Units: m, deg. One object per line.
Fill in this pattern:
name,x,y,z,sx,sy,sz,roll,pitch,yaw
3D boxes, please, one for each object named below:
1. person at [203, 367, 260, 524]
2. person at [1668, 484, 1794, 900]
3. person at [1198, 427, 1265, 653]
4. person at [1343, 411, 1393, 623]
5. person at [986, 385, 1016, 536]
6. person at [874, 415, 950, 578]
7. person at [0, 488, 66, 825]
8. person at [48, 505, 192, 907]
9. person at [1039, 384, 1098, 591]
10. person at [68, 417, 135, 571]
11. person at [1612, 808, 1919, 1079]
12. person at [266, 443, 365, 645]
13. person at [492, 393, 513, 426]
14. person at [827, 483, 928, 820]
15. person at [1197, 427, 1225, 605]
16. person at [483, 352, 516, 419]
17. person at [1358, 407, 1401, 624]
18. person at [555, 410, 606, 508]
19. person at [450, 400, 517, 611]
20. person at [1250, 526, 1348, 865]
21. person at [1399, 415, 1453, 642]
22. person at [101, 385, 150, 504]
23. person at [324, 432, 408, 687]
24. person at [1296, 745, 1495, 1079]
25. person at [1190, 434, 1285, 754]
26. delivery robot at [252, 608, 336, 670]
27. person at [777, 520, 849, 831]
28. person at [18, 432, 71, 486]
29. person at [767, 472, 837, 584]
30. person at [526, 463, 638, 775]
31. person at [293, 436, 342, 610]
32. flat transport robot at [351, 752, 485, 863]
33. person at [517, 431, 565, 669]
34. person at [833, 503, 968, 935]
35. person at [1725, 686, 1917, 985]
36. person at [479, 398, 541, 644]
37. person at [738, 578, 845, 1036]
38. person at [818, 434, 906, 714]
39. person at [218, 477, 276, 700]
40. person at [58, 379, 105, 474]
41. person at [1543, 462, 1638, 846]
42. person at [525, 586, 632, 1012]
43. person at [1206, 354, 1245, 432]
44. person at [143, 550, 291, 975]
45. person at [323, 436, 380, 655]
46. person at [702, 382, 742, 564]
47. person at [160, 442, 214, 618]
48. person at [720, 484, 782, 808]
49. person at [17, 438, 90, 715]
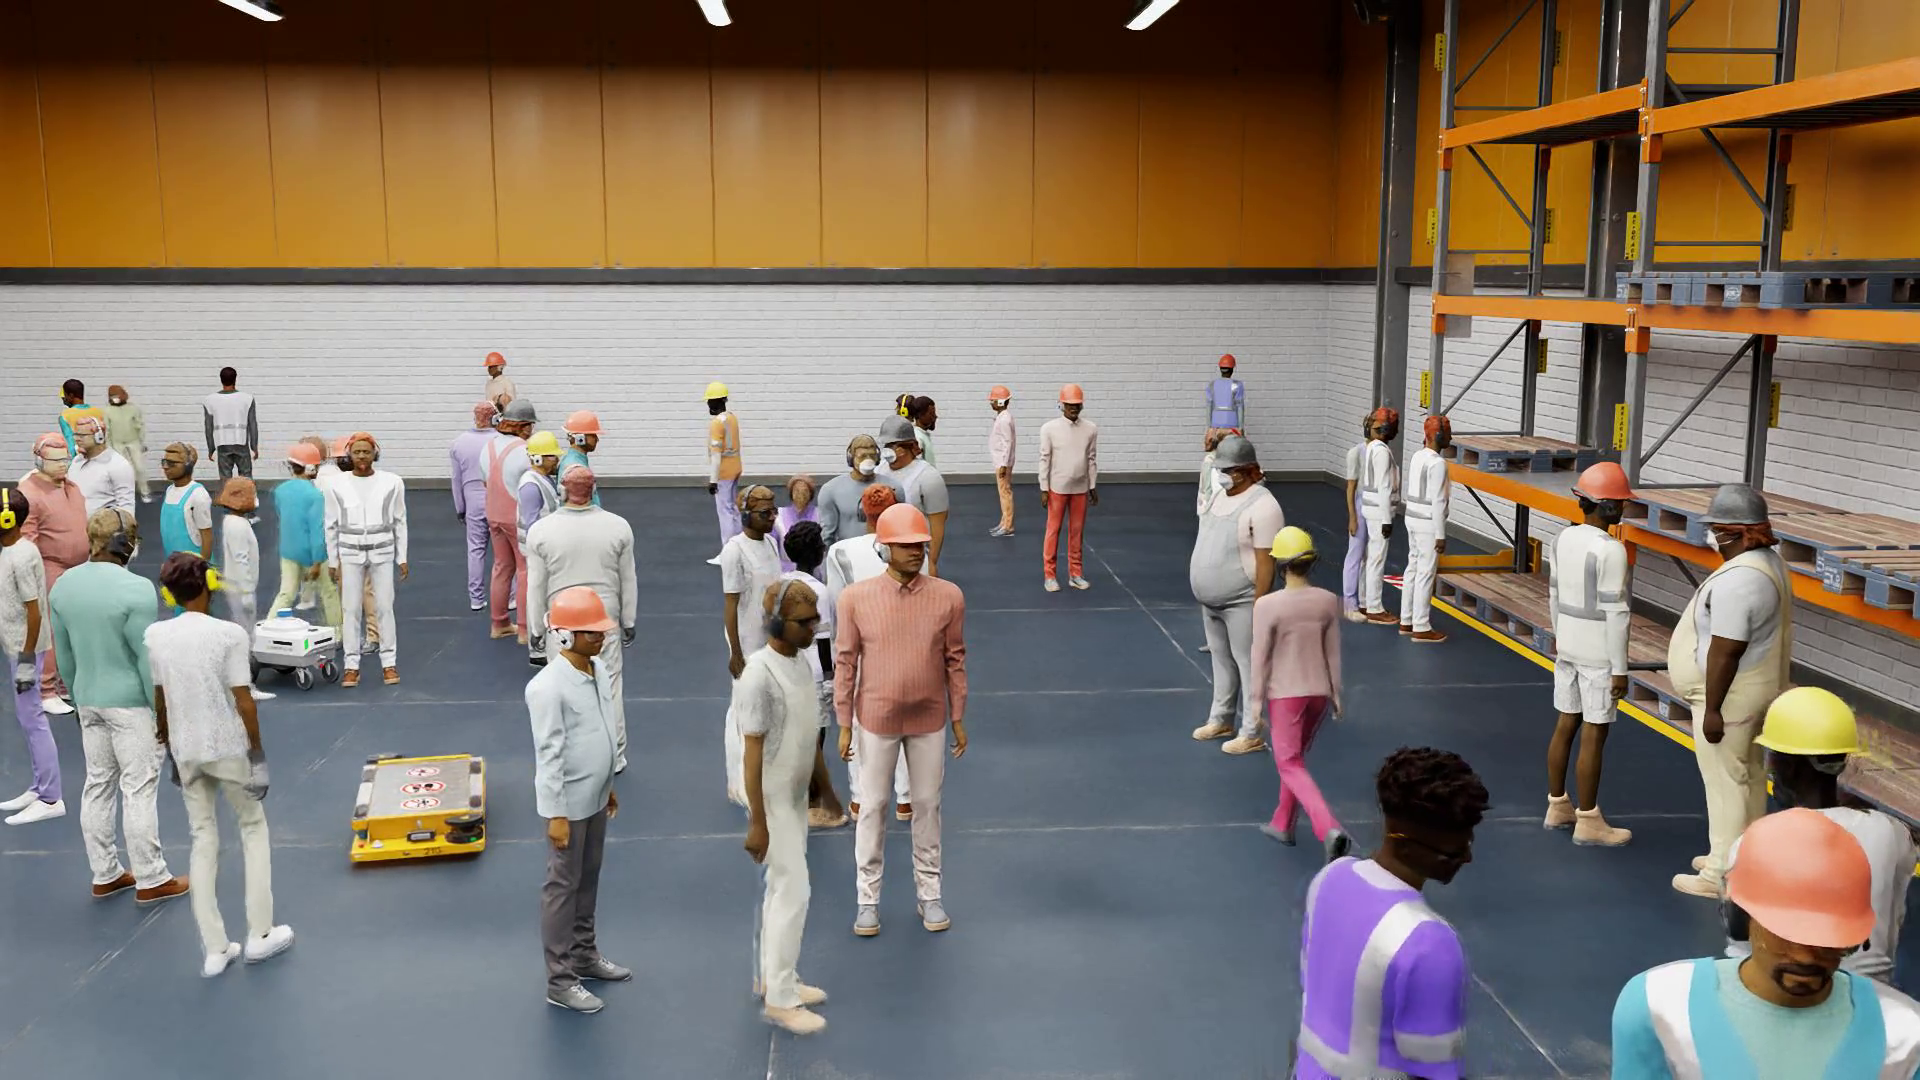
person,-8.825,-1.136,20.173,0.590,1.920,0.398,-3,9,-17
person,3.747,0.718,8.149,0.536,2.000,0.683,8,12,42
person,2.171,0.024,13.136,0.383,1.837,0.570,-6,11,-31
person,3.586,-0.205,14.557,0.505,1.847,0.349,-6,11,-32
person,0.473,-0.919,19.330,0.343,1.749,0.573,0,9,-1
person,-0.448,0.112,11.957,0.684,2.000,0.535,7,11,38
person,-5.213,0.633,9.218,0.315,1.870,0.533,-6,11,-33
person,-4.031,0.799,7.983,0.627,1.934,0.371,3,10,20
person,1.054,-0.505,15.972,0.612,1.994,0.394,-4,10,-22
person,-6.869,-0.028,13.250,0.638,1.911,0.406,4,10,24
person,1.582,1.501,3.277,0.604,2.034,0.419,3,9,16
person,-5.216,0.087,13.172,0.561,1.711,0.899,5,10,28
person,-5.343,-0.916,19.676,0.313,1.637,0.513,0,9,1
person,-0.448,0.623,9.234,0.585,1.882,0.337,0,9,2
person,2.332,-0.222,15.300,0.312,1.642,0.512,3,9,17
person,-6.236,-1.541,22.483,0.622,1.991,0.389,8,12,40
person,3.657,-0.214,14.491,0.355,1.886,0.575,0,9,0
person,-2.926,-0.011,12.893,0.406,1.988,0.614,-2,9,-13
person,-4.228,-0.304,14.988,0.652,1.906,0.409,1,9,5
person,1.783,0.809,8.559,0.533,1.737,0.797,-4,10,-24
person,3.876,-0.095,13.787,0.355,1.876,0.573,-1,9,-5
person,-10.979,-1.246,21.844,0.518,1.600,0.500,-5,10,-29
person,-4.369,0.141,12.267,0.575,1.883,0.356,-3,10,-18
person,1.007,1.428,3.994,0.381,1.940,0.728,-2,9,-15
person,1.725,0.327,10.608,0.535,2.000,0.681,-4,10,-23
delivery robot,-4.986,0.749,12.312,0.707,0.478,0.477,4,10,21
person,-0.837,0.734,9.121,0.319,1.699,0.532,-6,11,-34
person,-7.436,-0.015,13.680,0.337,1.743,0.562,0,9,3
person,-1.126,0.328,11.892,0.527,1.644,0.309,-1,9,-5
person,-2.267,0.491,9.997,0.651,1.907,0.409,-3,10,-20
person,-5.688,-0.133,14.890,0.759,1.607,0.523,6,11,34
flat transport robot,-2.972,1.435,9.184,0.652,0.197,1.431,-3,9,-16
person,-3.204,0.073,12.853,0.404,1.829,0.600,0,9,-3
person,-0.267,0.819,7.648,0.624,1.995,0.369,-2,9,-10
person,2.310,1.352,4.576,0.589,1.910,0.444,-2,9,-11
person,-3.618,-0.178,13.775,0.685,2.000,0.535,6,11,35
person,-0.653,1.063,6.703,0.540,1.826,0.500,2,9,14
person,-0.672,0.231,11.521,0.632,1.939,0.359,-3,10,-19
person,-5.064,0.379,11.634,0.467,1.636,0.510,-5,10,-27
person,-9.454,-0.781,17.959,0.392,1.915,0.590,2,9,10
person,3.377,0.601,8.876,0.371,2.044,0.607,-2,9,-13
person,-1.572,1.055,6.929,0.331,1.753,0.561,2,9,12
person,3.670,-1.591,22.968,0.542,1.939,0.364,4,10,26
person,-3.284,0.960,7.290,0.559,1.833,0.516,1,9,4
person,-4.870,0.038,13.305,0.570,1.755,0.318,3,10,21
person,-2.494,-0.698,17.443,0.405,1.918,0.582,1,9,8
person,-5.528,0.219,11.895,0.506,1.847,0.346,7,11,36
person,-1.173,0.596,9.529,0.328,1.844,0.514,4,10,23
person,-6.253,0.241,11.572,0.402,1.904,0.652,1,9,5
